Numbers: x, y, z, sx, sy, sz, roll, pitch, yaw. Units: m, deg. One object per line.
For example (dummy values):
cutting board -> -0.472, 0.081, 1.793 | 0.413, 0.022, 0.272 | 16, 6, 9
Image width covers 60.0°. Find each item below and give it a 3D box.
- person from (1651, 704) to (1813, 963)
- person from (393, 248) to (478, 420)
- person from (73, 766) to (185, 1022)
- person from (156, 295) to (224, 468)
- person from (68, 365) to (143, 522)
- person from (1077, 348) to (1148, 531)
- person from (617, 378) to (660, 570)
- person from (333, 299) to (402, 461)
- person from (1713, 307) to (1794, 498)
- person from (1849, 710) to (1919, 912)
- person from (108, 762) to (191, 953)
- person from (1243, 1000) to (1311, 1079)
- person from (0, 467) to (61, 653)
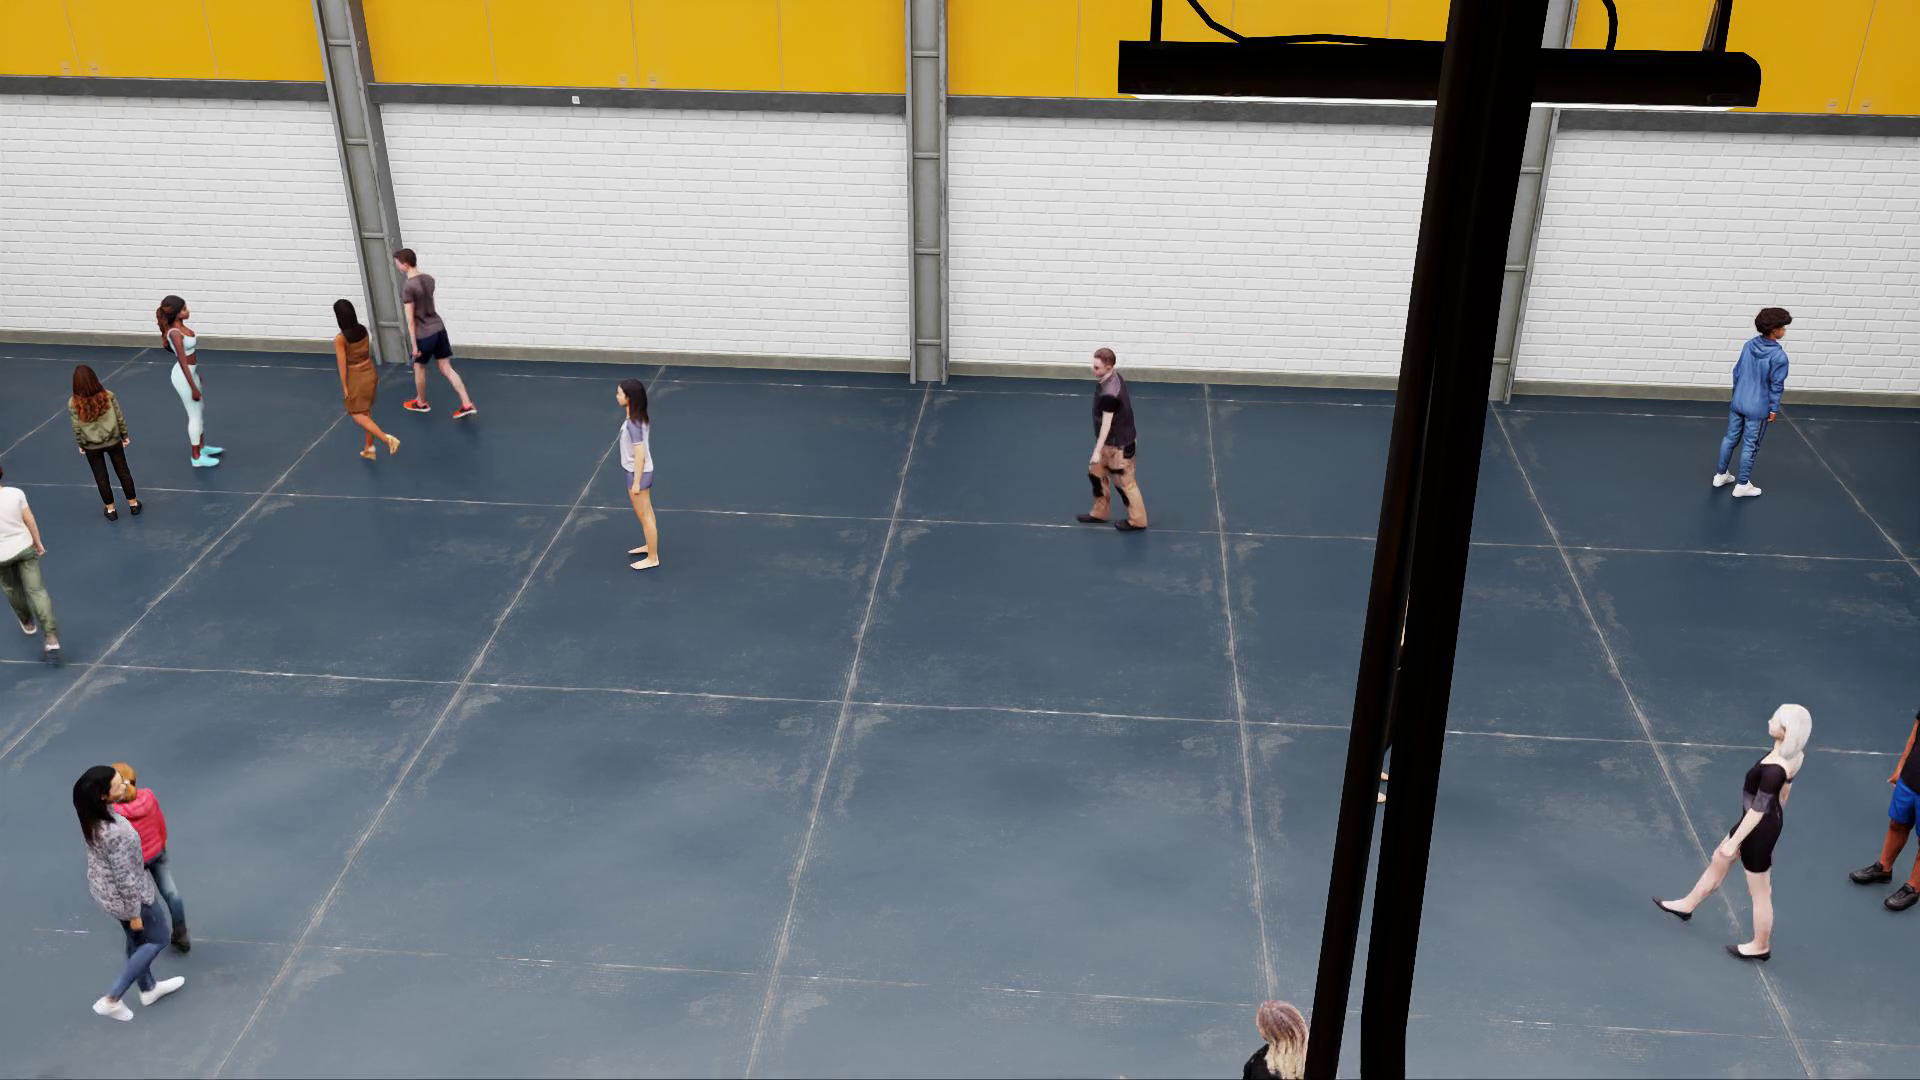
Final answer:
person -> 4.817, 1.779, 9.828 | 1.072, 1.807, 0.906 | 18, 34, 30
person -> -5.296, -2.044, 16.836 | 1.257, 1.809, 0.937 | 13, 31, 22
person -> -4.825, 2.048, 9.430 | 0.870, 1.717, 0.912 | 21, 35, 33
person -> -7.431, -1.536, 15.997 | 0.646, 1.719, 0.647 | -10, 30, -17
person -> -7.775, -0.893, 15.074 | 0.624, 1.475, 0.711 | -17, 33, -29
person -> 1.453, -0.878, 14.721 | 0.869, 1.786, 0.718 | 4, 29, 8
person -> -2.750, -0.584, 14.235 | 0.604, 1.734, 0.639 | -5, 29, -10
person -> -5.696, -1.481, 15.949 | 0.915, 1.668, 0.736 | 12, 31, 22
person -> 7.377, -1.293, 15.462 | 0.739, 1.805, 0.757 | -12, 31, -21
person -> 6.049, 1.502, 10.352 | 0.690, 1.792, 0.687 | -9, 30, -16
person -> -4.892, 1.945, 10.064 | 0.932, 1.291, 0.787 | 19, 34, 31
person -> 1.599, 2.895, 7.943 | 1.024, 1.652, 1.081 | -20, 34, -32
person -> -7.368, 0.151, 13.008 | 1.068, 1.620, 1.115 | -21, 35, -33
